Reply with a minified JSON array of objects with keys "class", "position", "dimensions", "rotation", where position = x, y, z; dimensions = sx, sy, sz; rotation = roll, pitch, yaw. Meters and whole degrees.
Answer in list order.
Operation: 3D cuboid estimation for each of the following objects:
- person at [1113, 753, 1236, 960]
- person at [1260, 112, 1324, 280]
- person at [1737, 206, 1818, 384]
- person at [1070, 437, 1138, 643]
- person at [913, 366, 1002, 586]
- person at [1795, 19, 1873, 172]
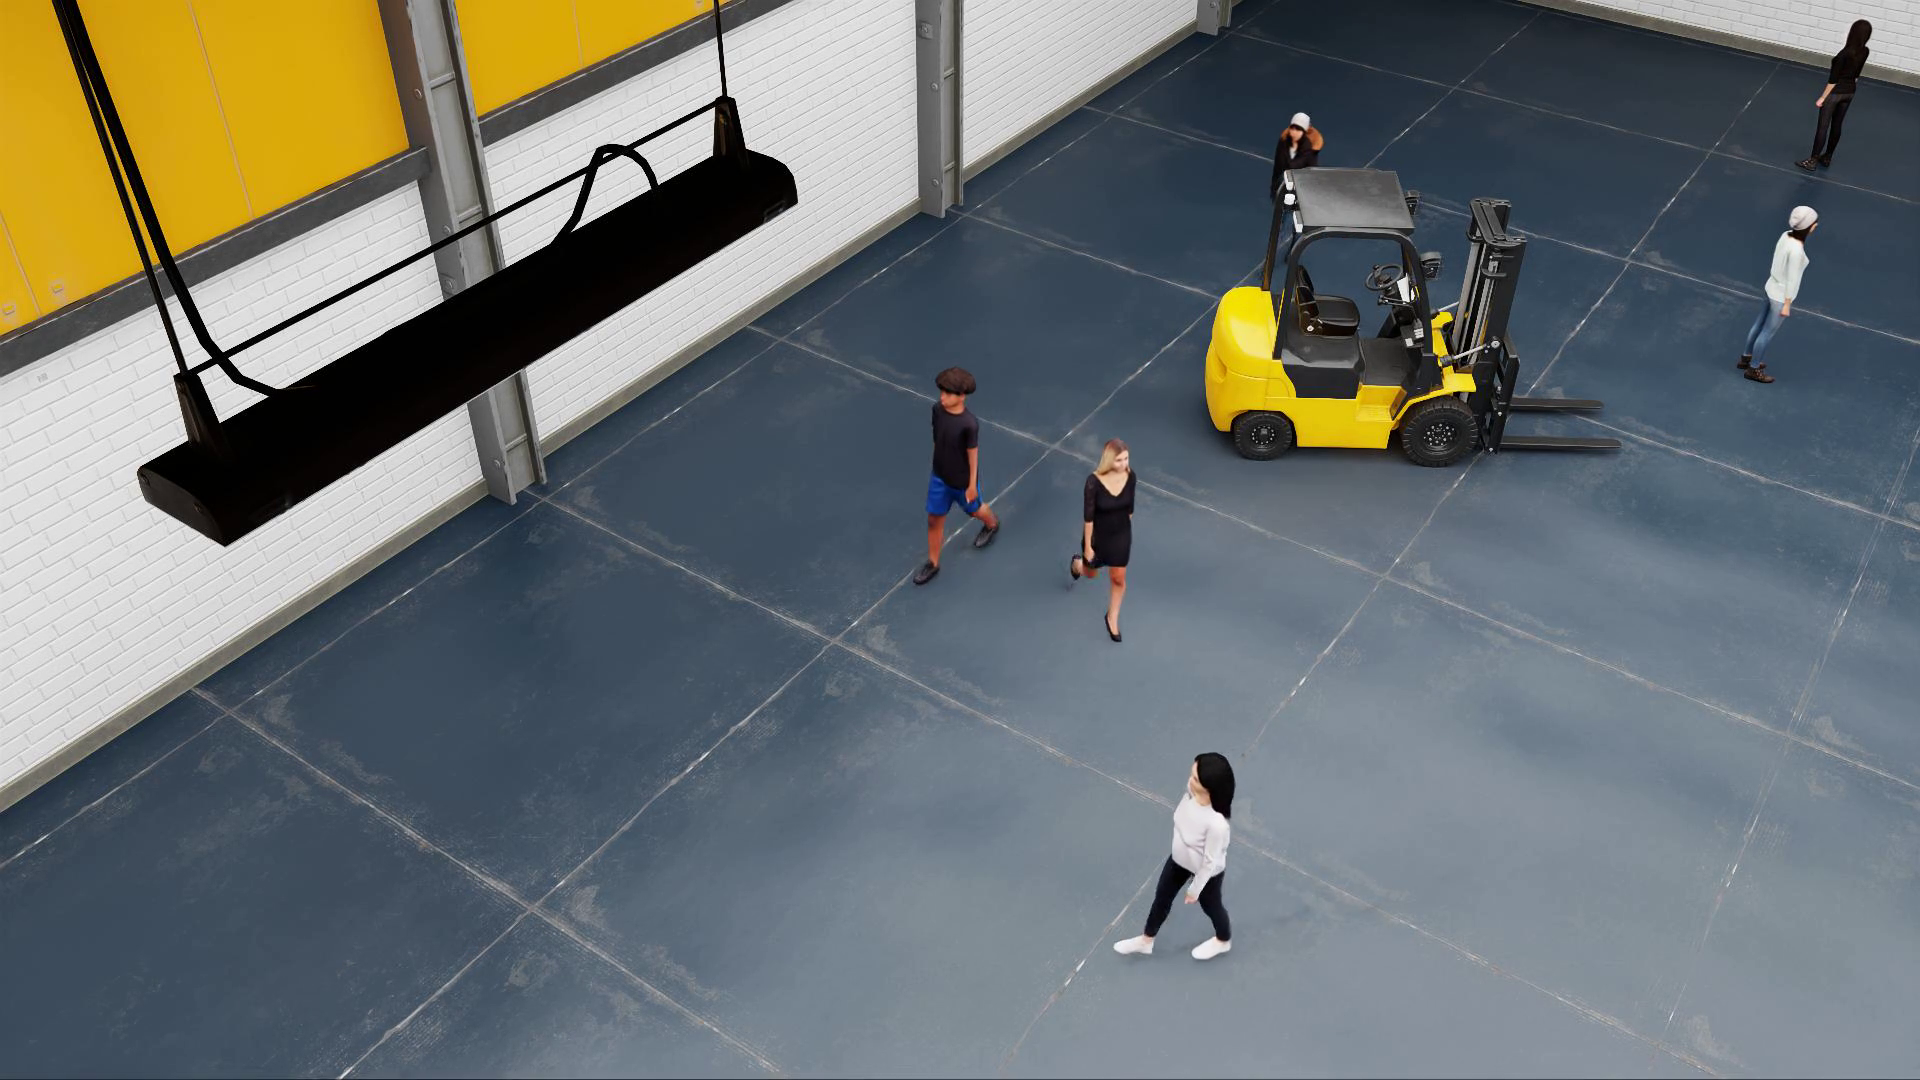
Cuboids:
[{"class":"person","position":[1.451,1.822,9.490],"dimensions":[1.059,1.673,0.960],"rotation":[-12,40,-14]},{"class":"person","position":[3.227,-3.352,16.031],"dimensions":[0.693,1.594,1.046],"rotation":[20,43,23]},{"class":"person","position":[7.145,-2.159,14.496],"dimensions":[0.704,1.645,0.592],"rotation":[4,39,5]},{"class":"person","position":[1.007,-0.060,11.858],"dimensions":[0.971,1.658,0.961],"rotation":[-12,40,-15]},{"class":"person","position":[0.031,-0.533,12.363],"dimensions":[0.691,1.767,1.178],"rotation":[28,46,31]},{"class":"person","position":[9.385,-4.751,17.746],"dimensions":[0.601,1.640,0.703],"rotation":[-14,41,-17]}]
